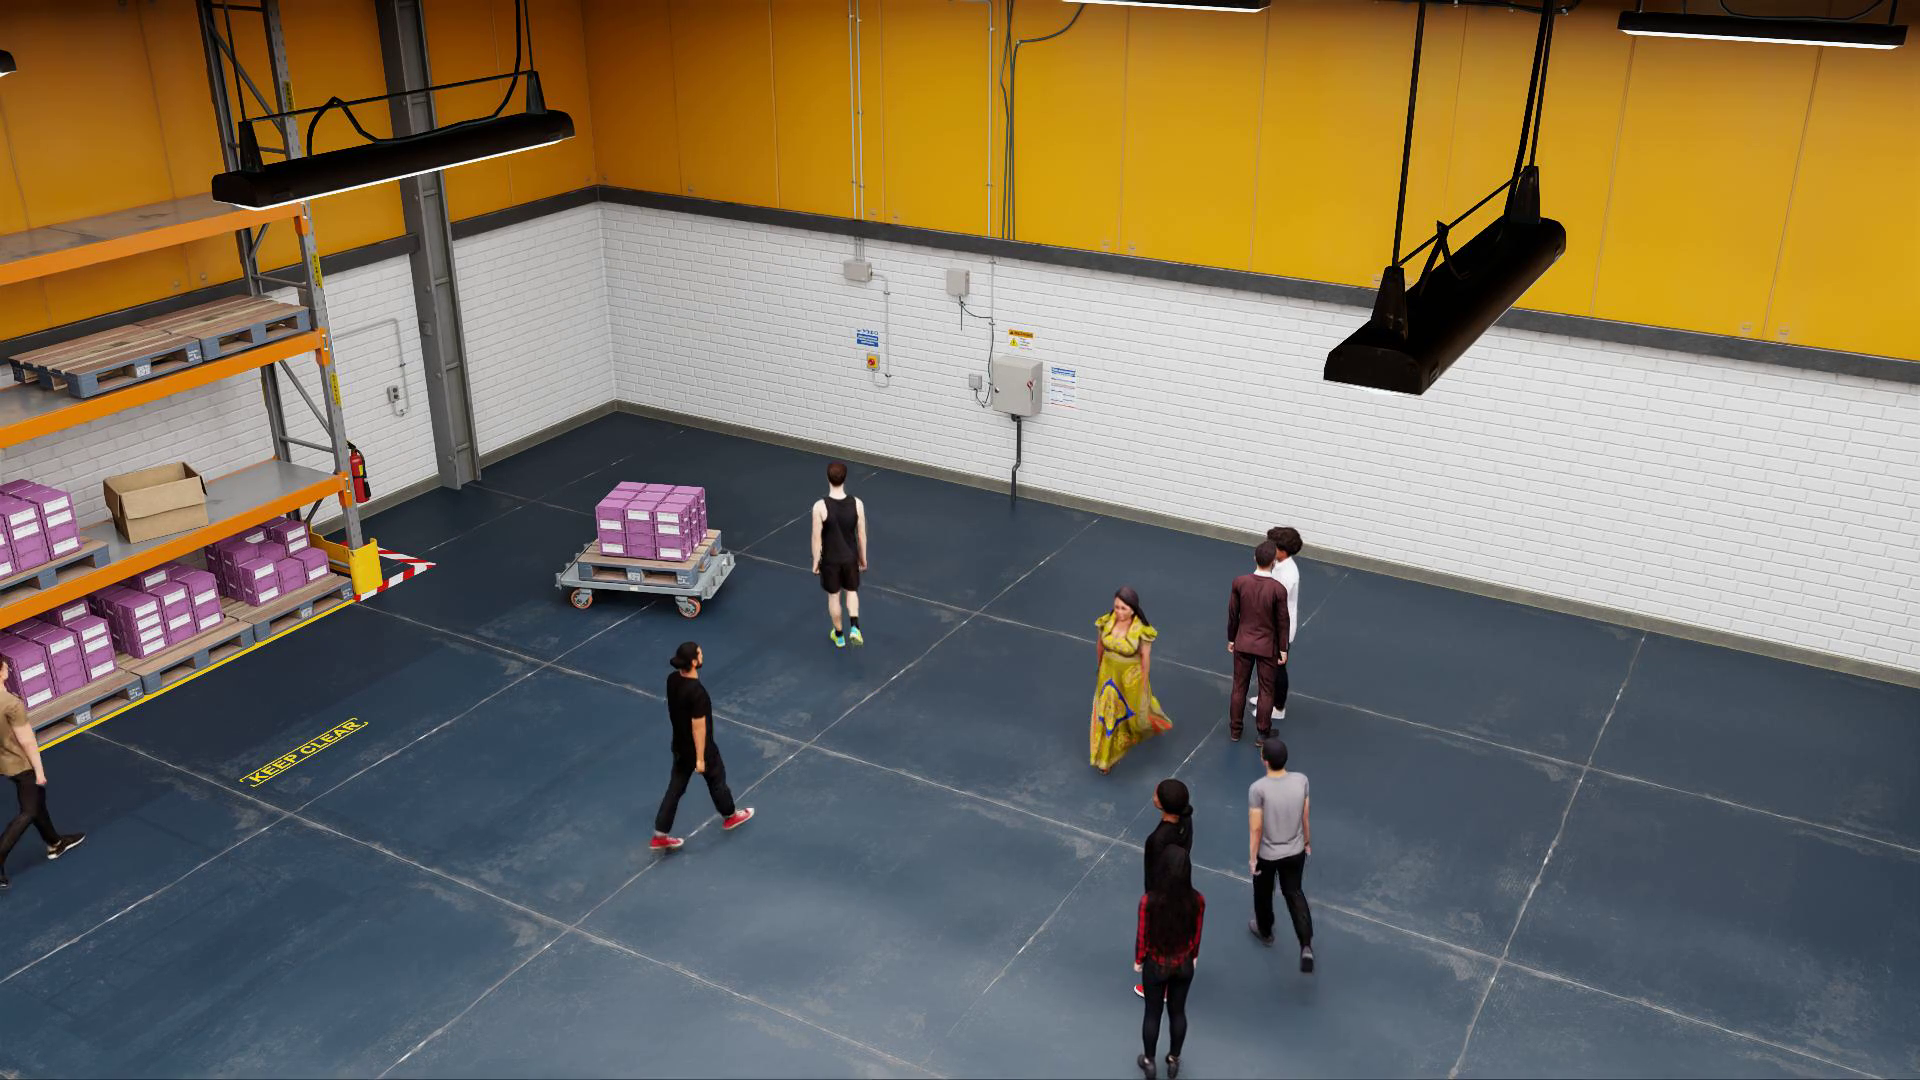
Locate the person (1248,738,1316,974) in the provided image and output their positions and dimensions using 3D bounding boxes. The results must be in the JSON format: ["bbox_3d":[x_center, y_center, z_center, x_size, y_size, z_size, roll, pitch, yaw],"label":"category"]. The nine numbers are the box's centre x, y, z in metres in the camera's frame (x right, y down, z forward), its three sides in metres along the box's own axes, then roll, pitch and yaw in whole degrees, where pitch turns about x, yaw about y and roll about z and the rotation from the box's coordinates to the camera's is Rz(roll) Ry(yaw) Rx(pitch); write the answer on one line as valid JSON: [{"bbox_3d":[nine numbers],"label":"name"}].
[{"bbox_3d":[2.214,2.178,11.403,1.051,1.726,1.117,-5,24,-10],"label":"person"}]

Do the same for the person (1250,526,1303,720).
[{"bbox_3d":[2.815,0.719,14.636,0.766,1.810,0.641,2,24,5],"label":"person"}]

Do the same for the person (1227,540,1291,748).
[{"bbox_3d":[2.537,0.881,14.198,0.695,1.864,0.583,11,26,24],"label":"person"}]

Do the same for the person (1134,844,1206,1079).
[{"bbox_3d":[1.310,2.660,10.396,0.653,1.649,0.706,-5,24,-12],"label":"person"}]

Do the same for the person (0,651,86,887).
[{"bbox_3d":[-7.083,1.704,12.361,0.694,1.828,1.129,11,26,24],"label":"person"}]

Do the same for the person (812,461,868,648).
[{"bbox_3d":[-1.131,0.199,15.742,0.945,1.879,0.998,-7,25,-16],"label":"person"}]

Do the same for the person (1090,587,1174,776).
[{"bbox_3d":[1.398,1.122,13.933,0.851,1.635,1.241,11,26,23],"label":"person"}]

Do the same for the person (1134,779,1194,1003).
[{"bbox_3d":[1.390,2.328,11.126,0.671,1.674,0.467,16,28,32],"label":"person"}]

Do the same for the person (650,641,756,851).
[{"bbox_3d":[-2.111,1.614,12.706,1.233,1.717,0.887,-20,31,-38],"label":"person"}]
